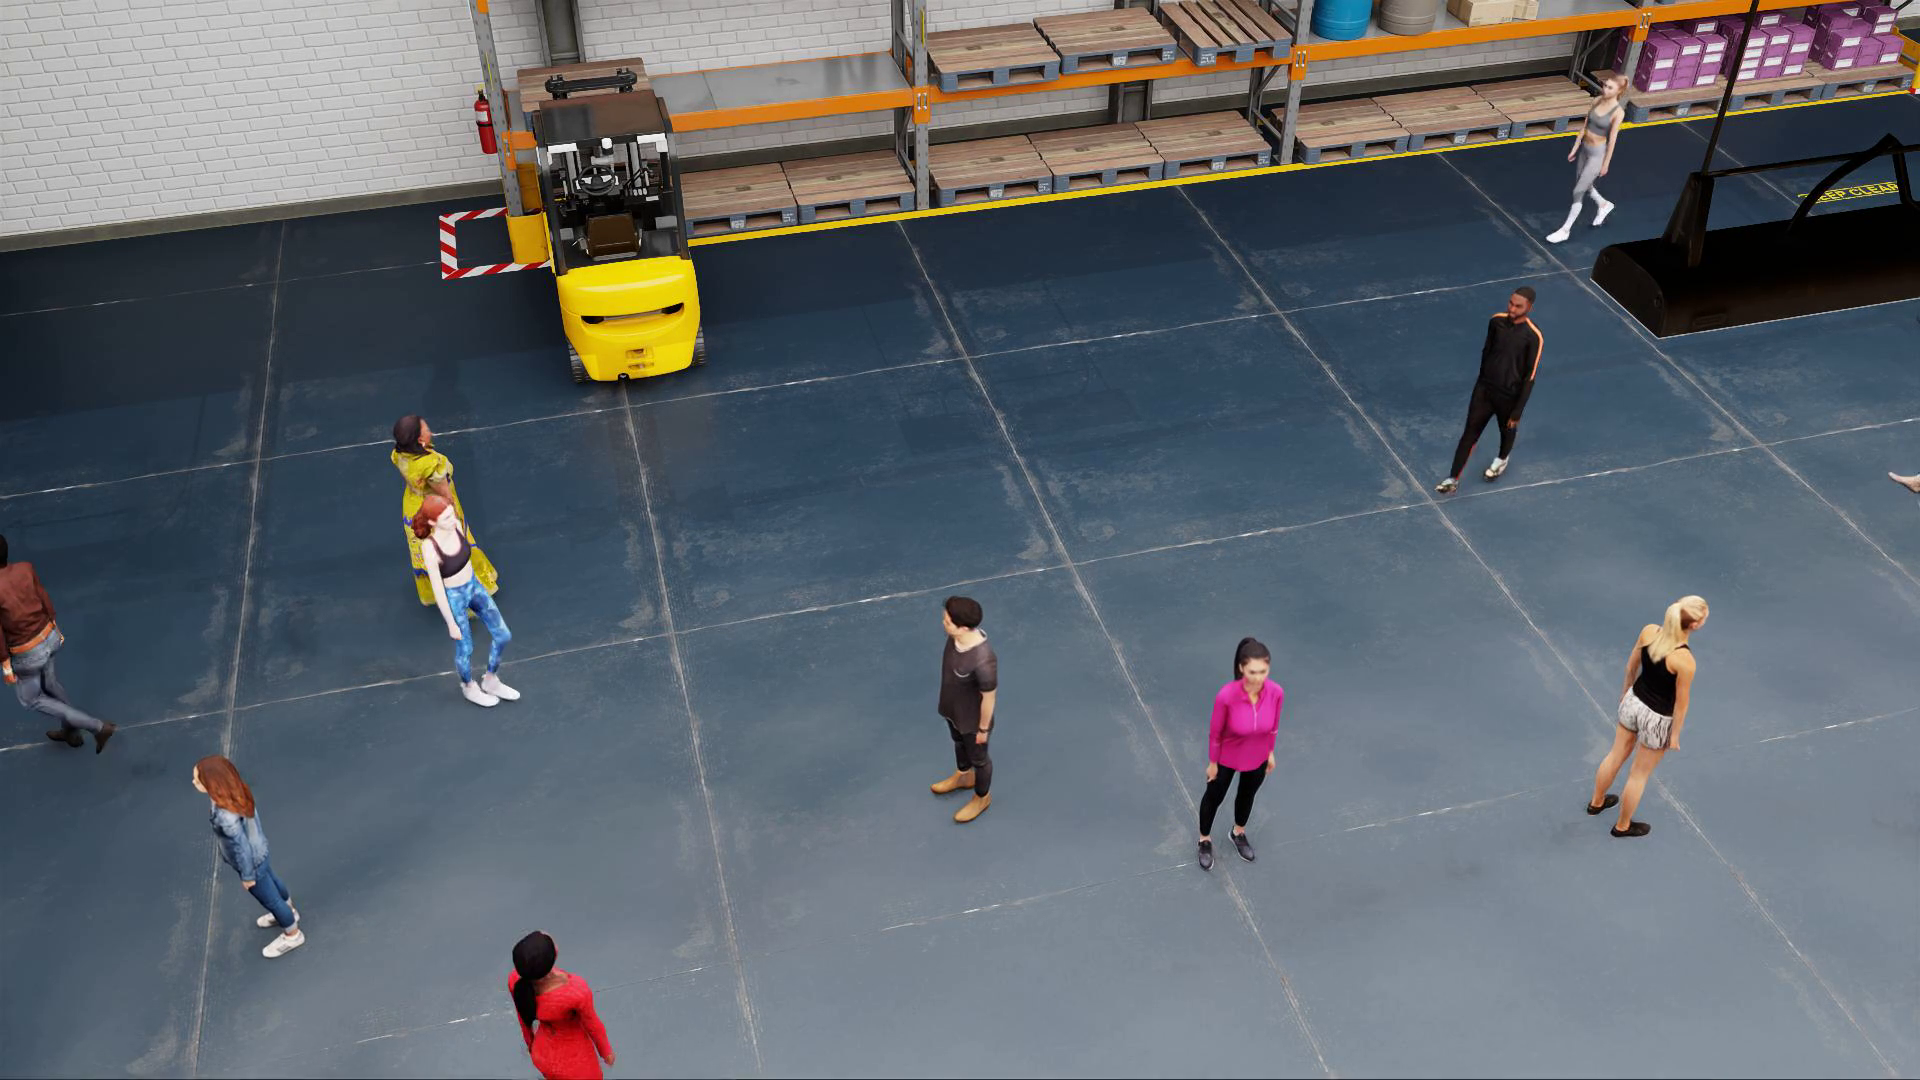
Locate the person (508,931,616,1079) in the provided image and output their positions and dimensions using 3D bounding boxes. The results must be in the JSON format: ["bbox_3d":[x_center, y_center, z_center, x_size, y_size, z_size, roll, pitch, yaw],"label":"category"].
[{"bbox_3d":[-1.959,2.587,8.117,1.023,1.762,1.054,16,41,19],"label":"person"}]

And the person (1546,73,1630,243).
[{"bbox_3d":[6.157,-3.705,16.046,1.050,1.688,0.643,-15,41,-18],"label":"person"}]

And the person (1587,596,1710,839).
[{"bbox_3d":[4.136,1.034,9.986,0.552,1.844,0.645,-15,41,-18],"label":"person"}]

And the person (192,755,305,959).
[{"bbox_3d":[-4.003,1.759,9.377,0.541,1.473,0.598,-17,42,-21],"label":"person"}]

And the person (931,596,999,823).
[{"bbox_3d":[0.058,0.997,10.138,0.616,1.714,0.660,-18,42,-21],"label":"person"}]

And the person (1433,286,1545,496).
[{"bbox_3d":[4.228,-1.171,12.811,1.245,1.766,1.030,-31,48,-33],"label":"person"}]

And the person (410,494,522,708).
[{"bbox_3d":[-3.318,0.404,10.841,0.819,1.773,0.758,14,41,16],"label":"person"}]

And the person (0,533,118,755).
[{"bbox_3d":[-5.766,0.699,10.471,0.983,1.763,0.858,7,39,9],"label":"person"}]

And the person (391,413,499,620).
[{"bbox_3d":[-3.688,-0.182,11.666,1.001,1.659,1.028,27,46,29],"label":"person"}]

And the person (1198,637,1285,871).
[{"bbox_3d":[1.650,1.261,9.828,0.513,1.698,0.647,-8,39,-9],"label":"person"}]
